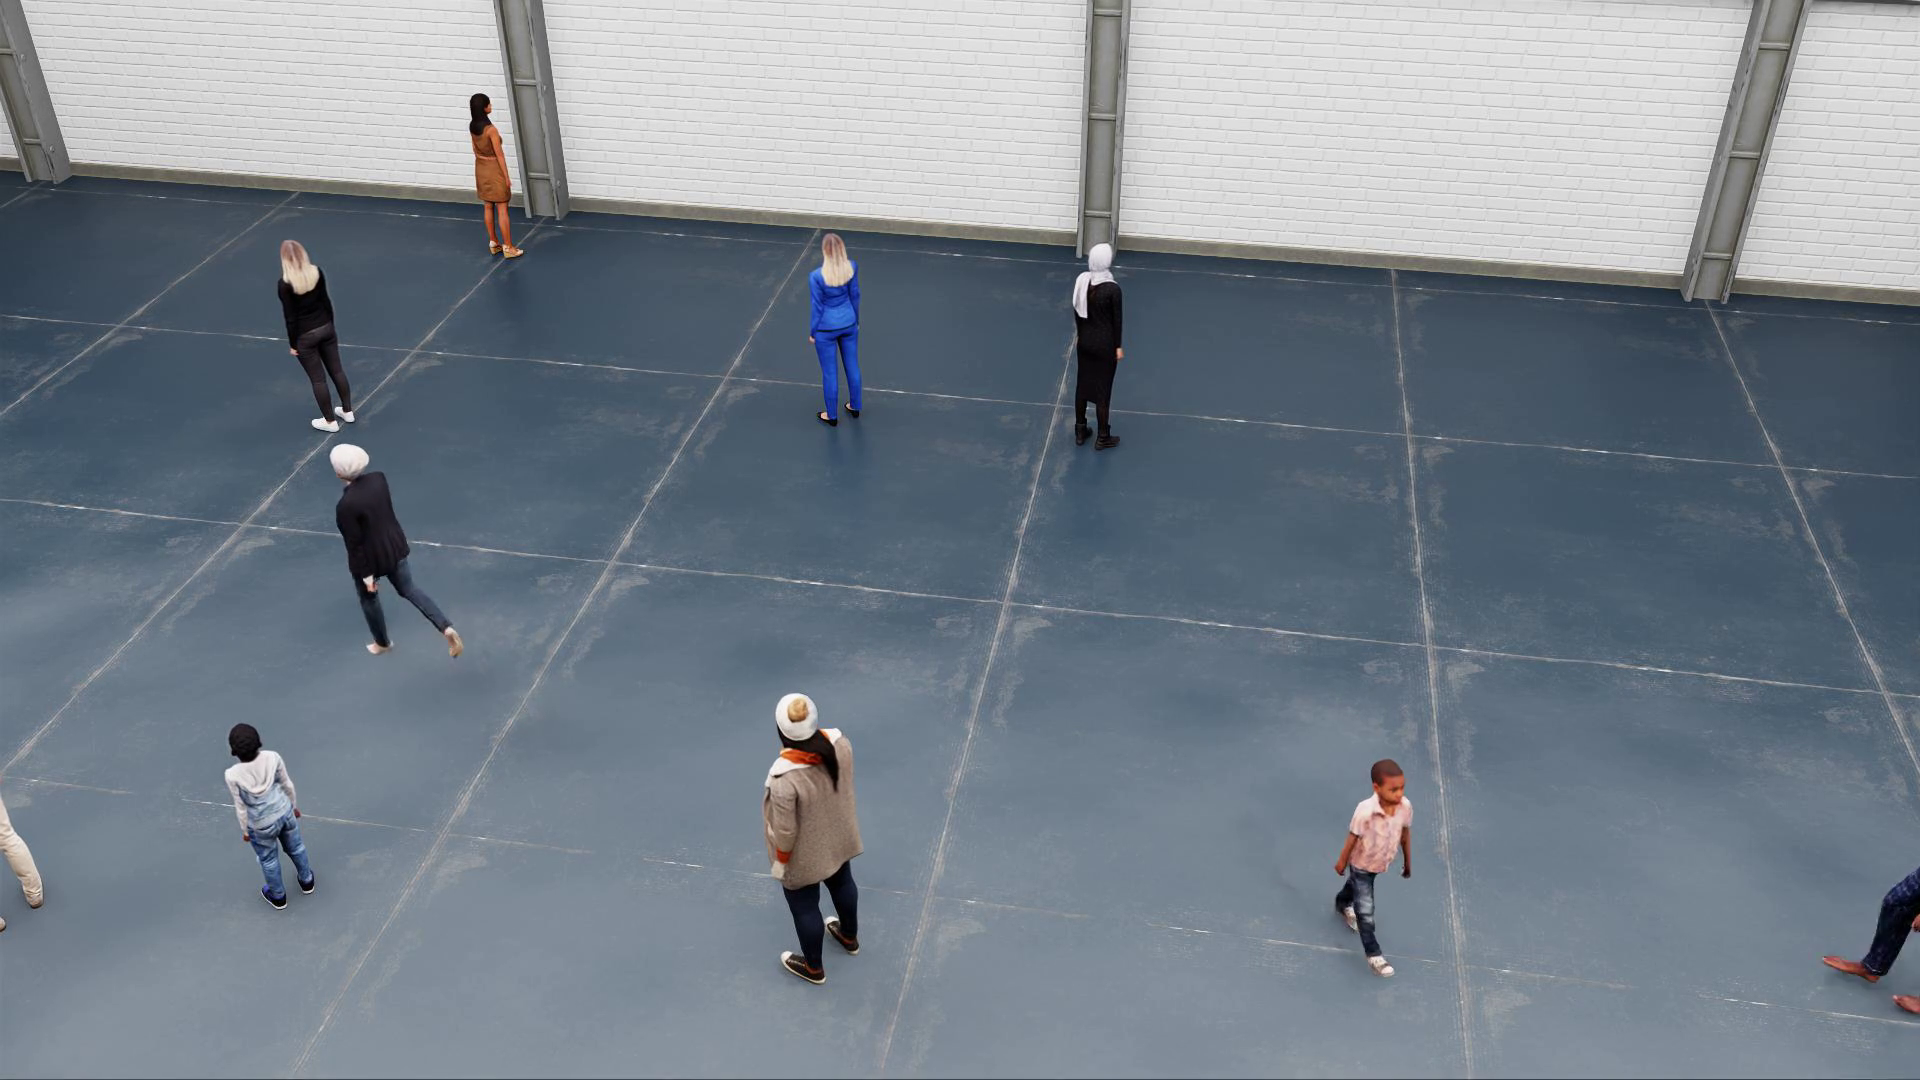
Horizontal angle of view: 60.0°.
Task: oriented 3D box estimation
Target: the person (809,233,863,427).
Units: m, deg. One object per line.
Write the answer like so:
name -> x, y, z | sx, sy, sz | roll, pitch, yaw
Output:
person -> -1.028, -1.760, 13.880 | 0.689, 1.700, 0.760 | -19, 38, -26

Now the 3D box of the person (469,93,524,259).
person -> -4.717, -3.671, 16.764 | 0.587, 1.690, 0.702 | 23, 40, 30

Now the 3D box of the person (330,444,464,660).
person -> -3.699, 0.098, 10.853 | 1.117, 1.763, 0.935 | 17, 37, 23

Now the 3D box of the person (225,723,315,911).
person -> -3.885, 1.534, 9.321 | 0.571, 1.261, 0.620 | -27, 42, -34

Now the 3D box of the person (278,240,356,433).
person -> -5.358, -1.692, 13.790 | 0.679, 1.685, 0.685 | 21, 39, 28

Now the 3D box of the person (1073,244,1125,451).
person -> 1.113, -1.565, 13.515 | 0.627, 1.780, 0.746 | 23, 40, 31

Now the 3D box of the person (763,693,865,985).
person -> -0.766, 1.541, 8.738 | 0.848, 1.894, 0.820 | 26, 42, 34

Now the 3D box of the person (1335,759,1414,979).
person -> 2.209, 1.685, 9.081 | 0.881, 1.274, 0.859 | -13, 36, -19
